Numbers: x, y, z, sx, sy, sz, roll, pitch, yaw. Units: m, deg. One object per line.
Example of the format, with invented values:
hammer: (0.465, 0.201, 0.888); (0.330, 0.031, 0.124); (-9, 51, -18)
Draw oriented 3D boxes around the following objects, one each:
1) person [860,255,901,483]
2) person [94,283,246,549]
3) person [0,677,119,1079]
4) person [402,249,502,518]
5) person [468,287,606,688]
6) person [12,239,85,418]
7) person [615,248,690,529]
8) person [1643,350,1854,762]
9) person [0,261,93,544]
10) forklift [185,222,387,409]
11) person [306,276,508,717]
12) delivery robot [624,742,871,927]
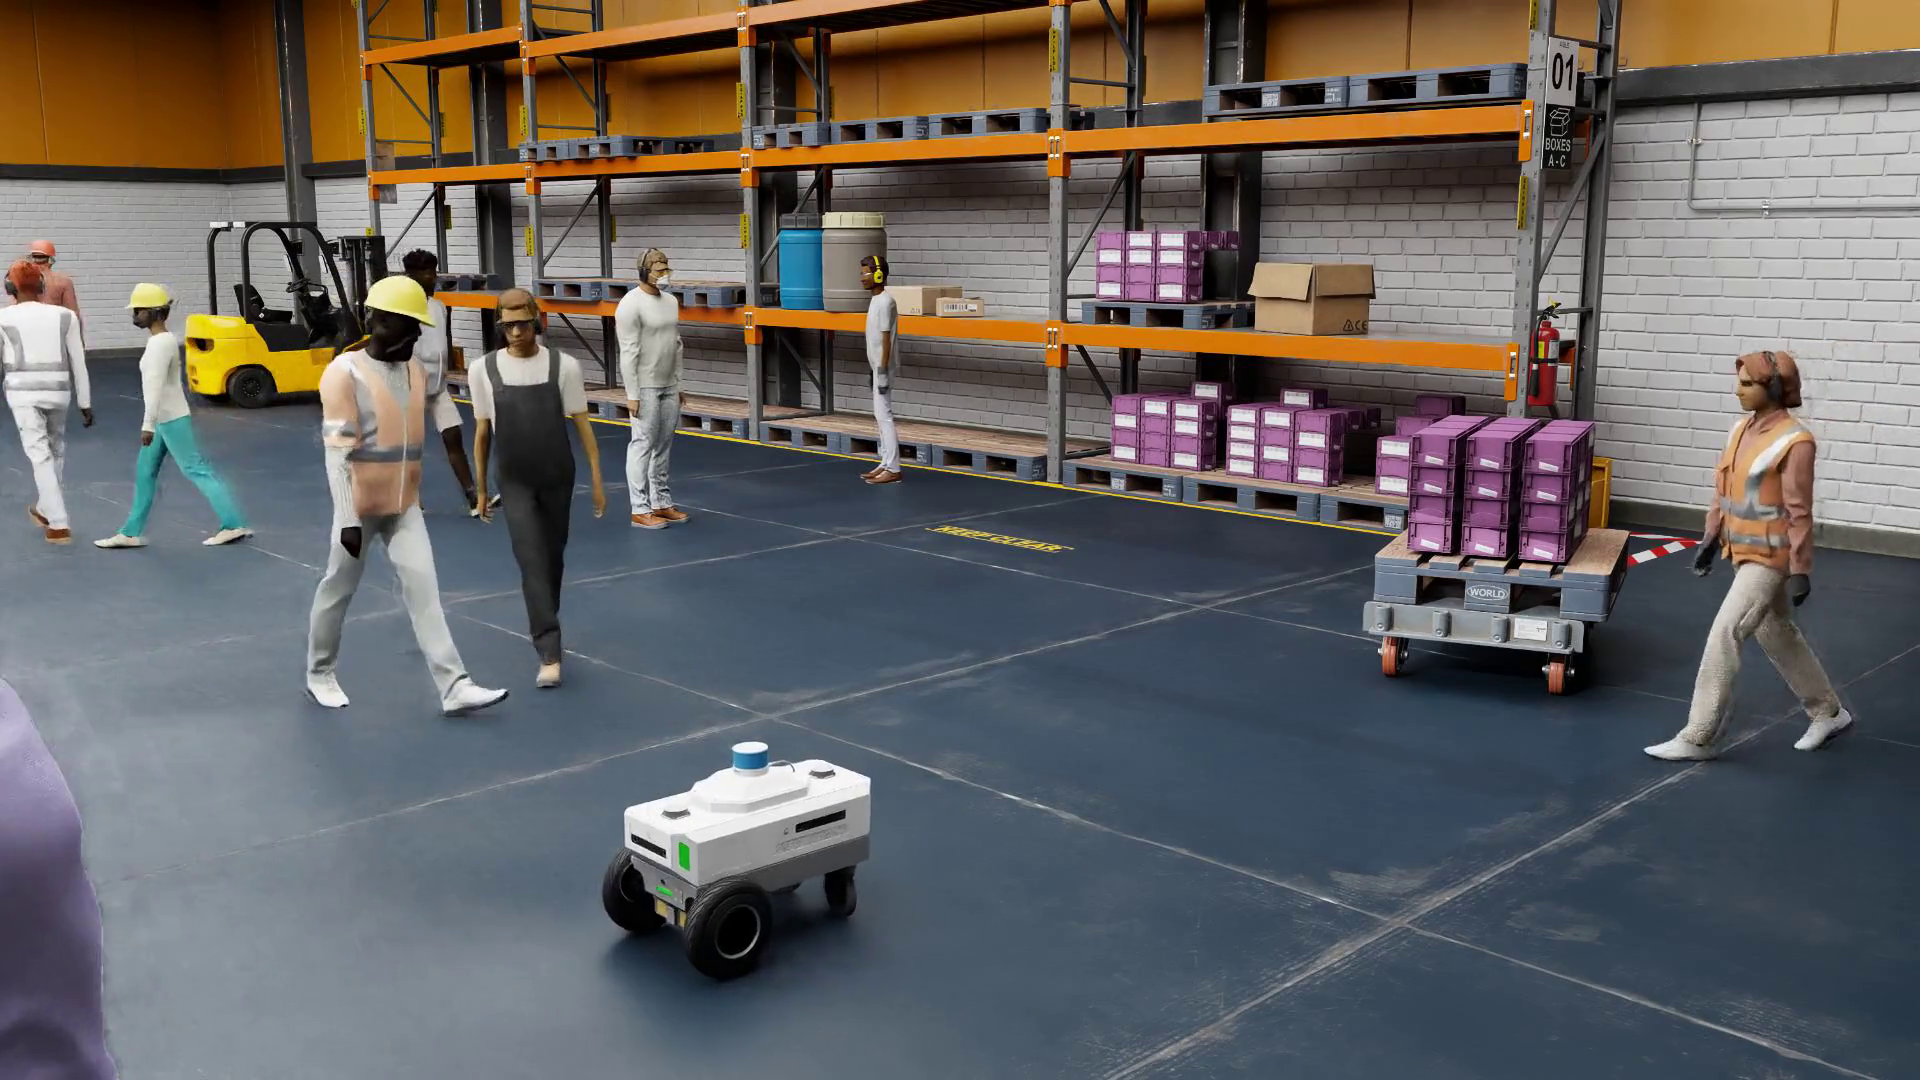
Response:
person: (-0.657, -1.393, 13.650); (0.318, 1.860, 0.512); (-2, 11, -11)
person: (-5.120, -0.790, 10.726); (0.902, 1.718, 0.538); (-5, 11, -24)
person: (-1.171, 0.766, 1.799); (0.646, 1.884, 1.048); (9, 14, 41)
person: (-3.736, -1.085, 11.792); (0.986, 1.912, 0.634); (5, 11, 24)
person: (-1.963, -0.275, 7.734); (0.572, 1.796, 0.943); (-3, 11, -18)
person: (-9.709, -2.218, 17.821); (0.652, 1.963, 0.851); (-1, 10, -4)
person: (-2.131, -1.048, 11.555); (0.365, 1.934, 0.638); (4, 11, 23)
person: (3.119, 0.065, 6.401); (0.852, 1.597, 0.521); (0, 10, 0)
person: (-6.187, -0.917, 11.066); (0.925, 1.843, 0.611); (9, 14, 41)
forklift: (-8.169, -2.758, 20.163); (2.313, 2.155, 1.214); (-10, 14, -44)
person: (-2.427, -0.175, 7.008); (1.043, 1.848, 0.612); (6, 12, 29)
delivery robot: (-0.600, 0.829, 4.820); (0.707, 0.478, 0.477); (-9, 14, -42)
